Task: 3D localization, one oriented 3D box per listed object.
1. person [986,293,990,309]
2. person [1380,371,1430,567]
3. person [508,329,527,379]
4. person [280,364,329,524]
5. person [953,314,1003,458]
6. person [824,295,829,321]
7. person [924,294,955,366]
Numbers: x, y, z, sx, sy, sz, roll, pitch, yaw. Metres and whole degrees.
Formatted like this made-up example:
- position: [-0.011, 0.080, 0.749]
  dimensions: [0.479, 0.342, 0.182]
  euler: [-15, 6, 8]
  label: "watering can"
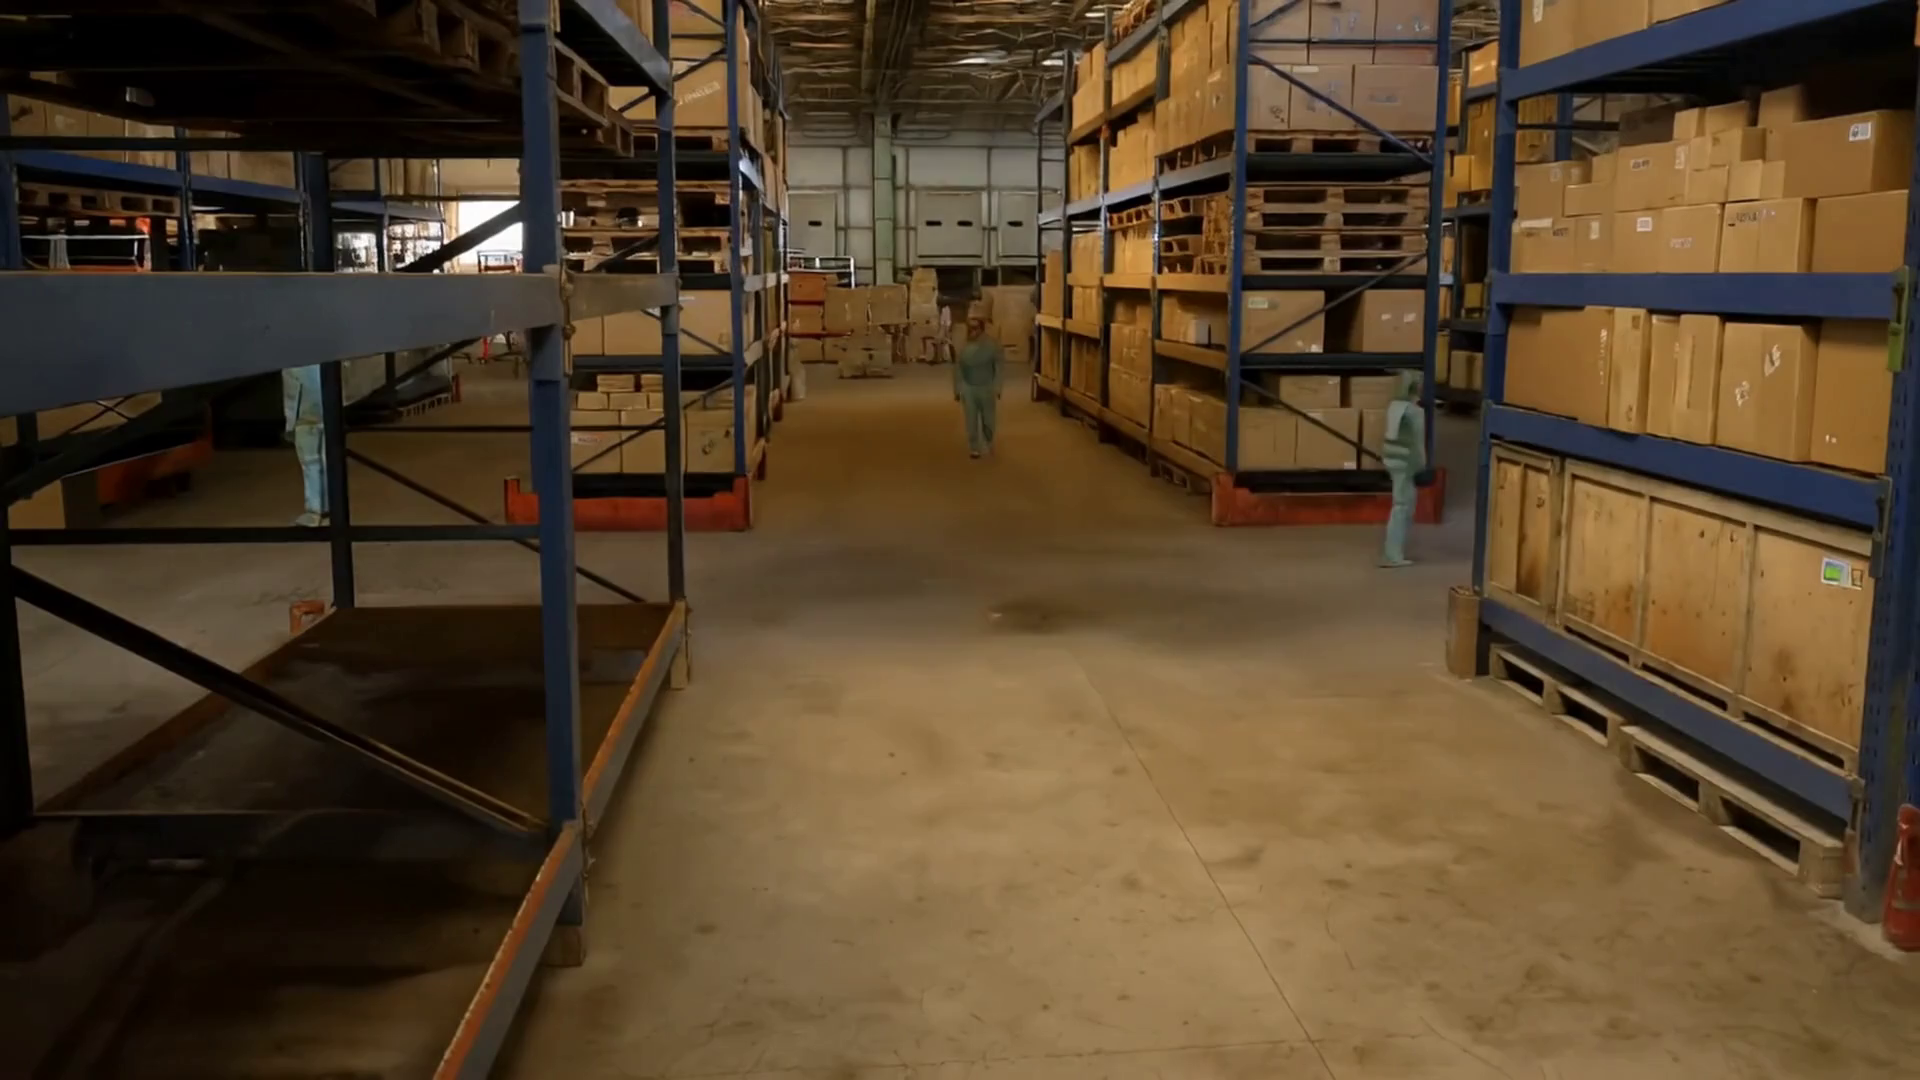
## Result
- position: [0.826, -6.250, 48.473]
  dimensions: [0.804, 1.888, 0.628]
  euler: [0, 9, 0]
  label: "person"
- position: [3.711, -0.577, 13.687]
  dimensions: [0.540, 1.619, 0.551]
  euler: [-2, 9, -14]
  label: "person"
- position: [-9.871, -4.557, 37.665]
  dimensions: [0.609, 1.944, 0.624]
  euler: [-4, 10, -26]
  label: "person"
- position: [-6.282, -1.124, 16.159]
  dimensions: [0.366, 1.931, 0.630]
  euler: [6, 11, 35]
  label: "person"
- position: [0.223, -2.014, 21.861]
  dimensions: [0.668, 1.889, 0.438]
  euler: [2, 9, 12]
  label: "person"
- position: [-3.928, -6.535, 50.411]
  dimensions: [0.354, 1.846, 0.516]
  euler: [2, 9, 13]
  label: "person"
- position: [-0.482, -5.511, 43.822]
  dimensions: [0.980, 1.890, 0.568]
  euler: [0, 9, 0]
  label: "person"
